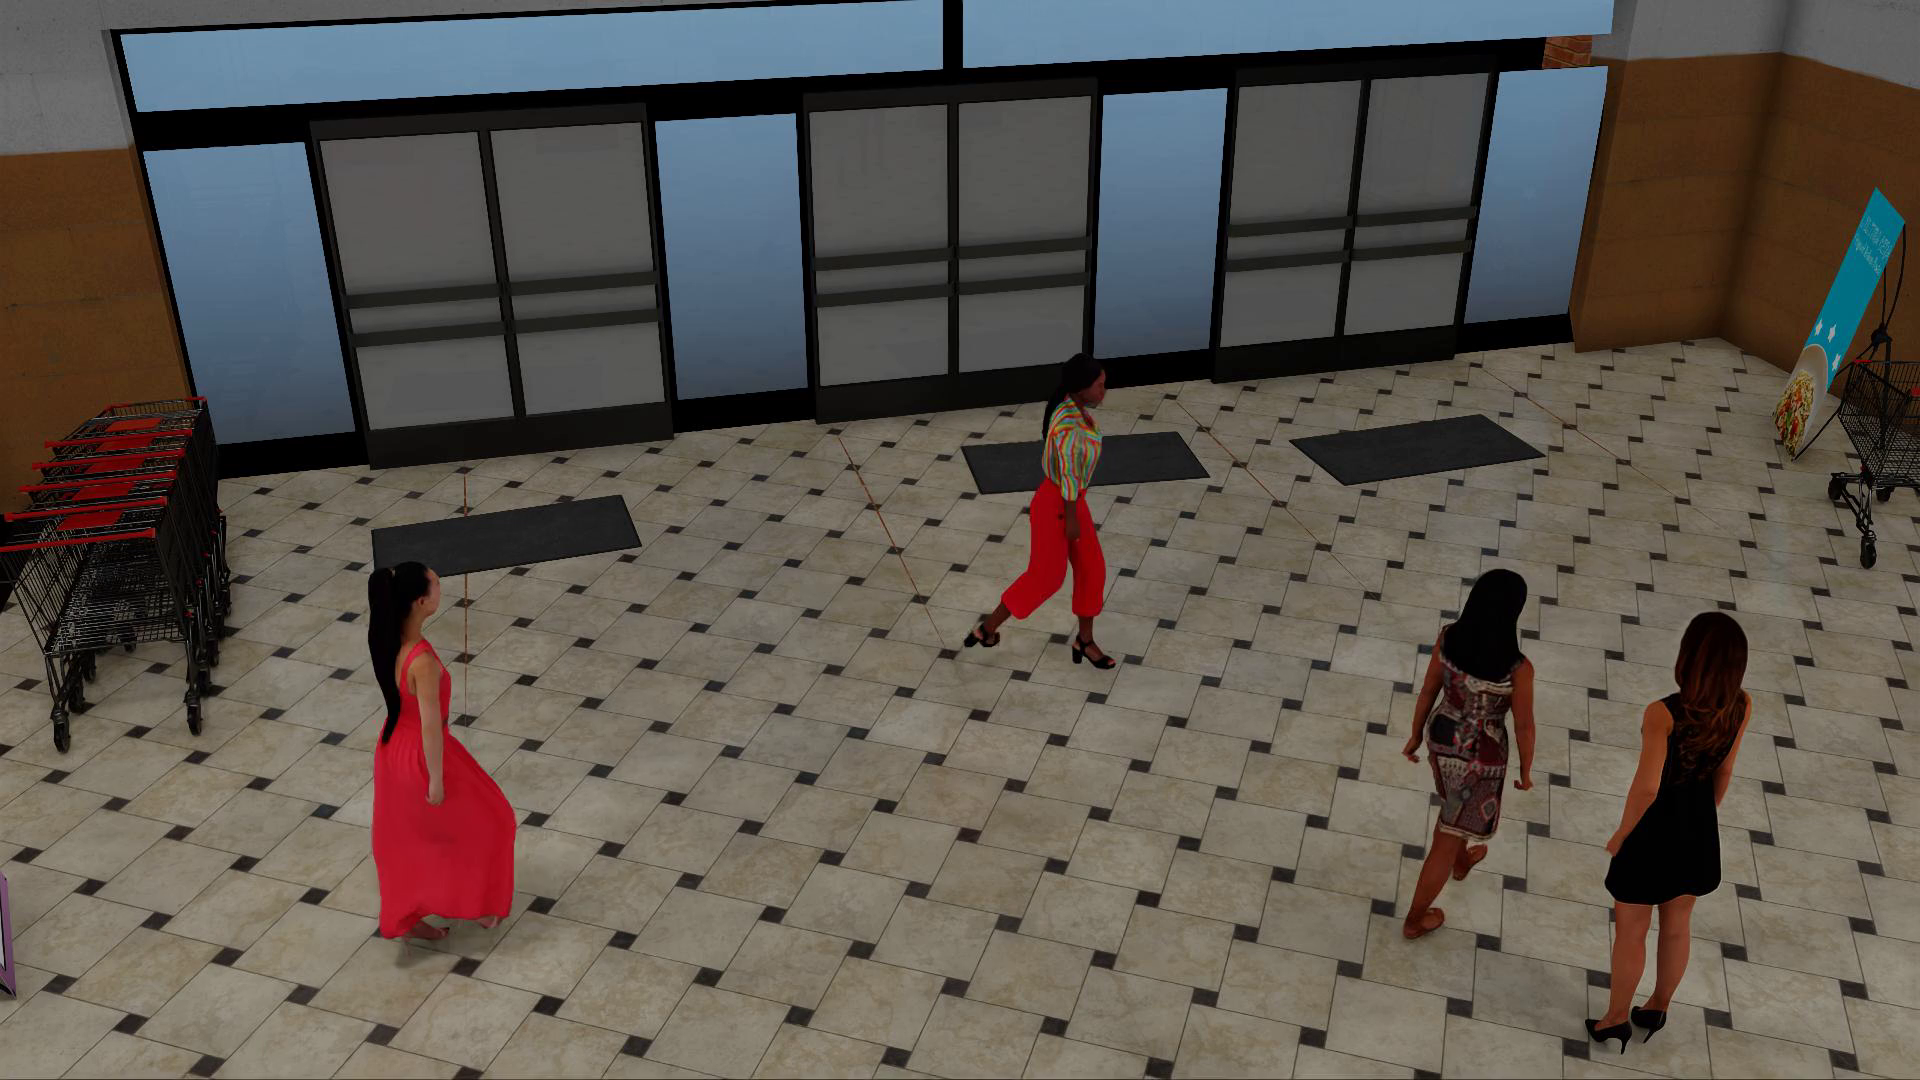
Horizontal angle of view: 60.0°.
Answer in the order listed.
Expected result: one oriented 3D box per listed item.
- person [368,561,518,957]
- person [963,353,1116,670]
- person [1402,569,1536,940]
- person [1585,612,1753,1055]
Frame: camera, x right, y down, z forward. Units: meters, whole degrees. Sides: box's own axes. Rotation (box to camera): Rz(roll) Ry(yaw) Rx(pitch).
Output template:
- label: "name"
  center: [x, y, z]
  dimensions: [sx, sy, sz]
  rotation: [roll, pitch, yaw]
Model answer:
- label: "person"
  center: [-2.159, 0.906, 6.429]
  dimensions: [0.843, 1.711, 0.865]
  rotation: [22, 34, 37]
- label: "person"
  center: [0.418, -0.102, 8.378]
  dimensions: [0.940, 1.745, 1.037]
  rotation: [3, 27, 5]
- label: "person"
  center: [1.943, 0.886, 6.566]
  dimensions: [0.936, 1.623, 0.969]
  rotation: [-21, 33, -35]
- label: "person"
  center: [2.535, 1.074, 5.961]
  dimensions: [0.565, 1.835, 0.505]
  rotation: [-7, 28, -13]
